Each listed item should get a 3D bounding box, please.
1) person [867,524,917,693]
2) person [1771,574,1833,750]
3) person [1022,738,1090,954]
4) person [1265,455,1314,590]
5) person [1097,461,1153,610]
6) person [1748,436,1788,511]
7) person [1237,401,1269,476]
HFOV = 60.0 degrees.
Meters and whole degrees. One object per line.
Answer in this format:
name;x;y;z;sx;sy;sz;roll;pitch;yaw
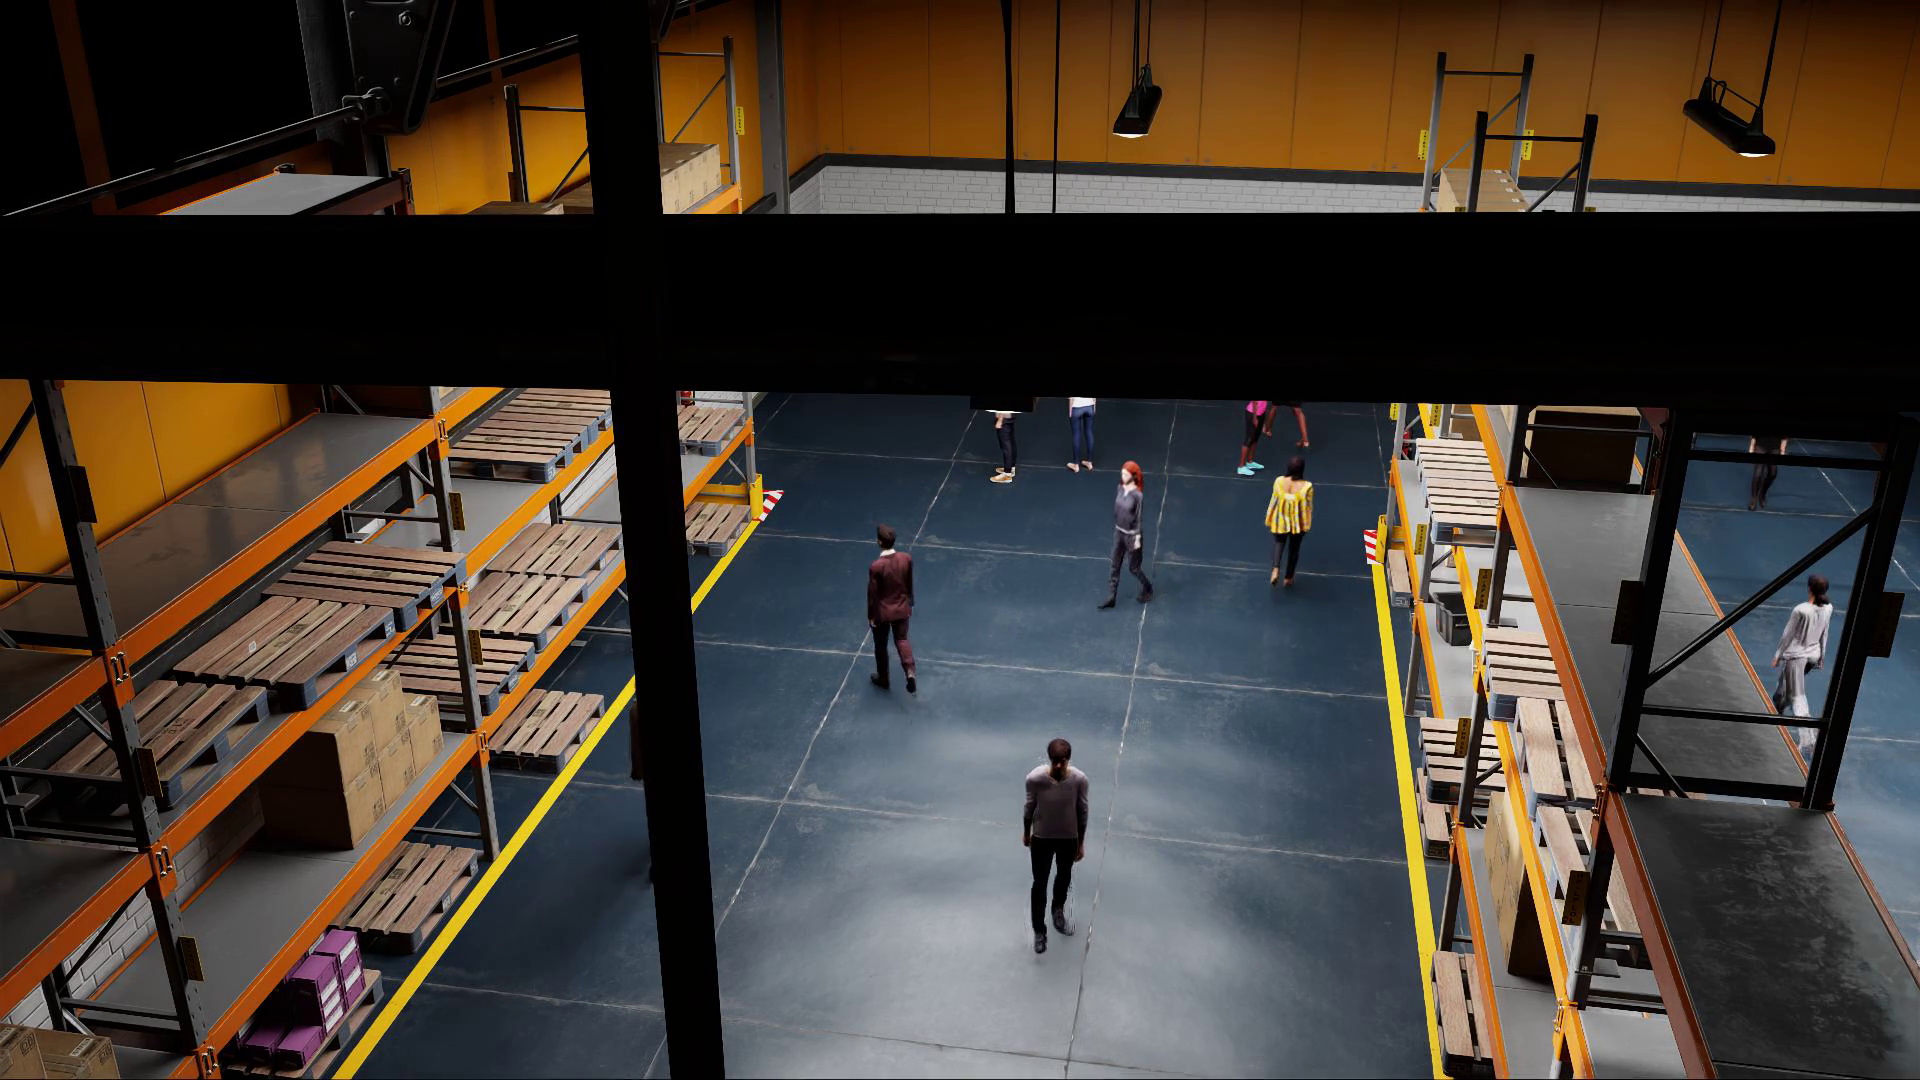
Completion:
person;-0.668;0.738;16.937;1.007;1.851;1.097;-12;27;-26
person;8.161;1.192;16.044;0.888;1.735;1.165;-5;24;-12
person;0.756;2.330;13.331;0.785;1.823;0.978;0;24;-1
person;3.798;-0.172;19.275;0.813;1.645;0.881;11;26;23
person;1.961;-0.063;18.881;1.034;1.761;0.973;-16;28;-32
person;10.491;-1.188;21.619;0.646;1.630;0.641;8;25;18
person;4.046;-1.736;22.764;0.709;1.716;0.613;16;28;32
